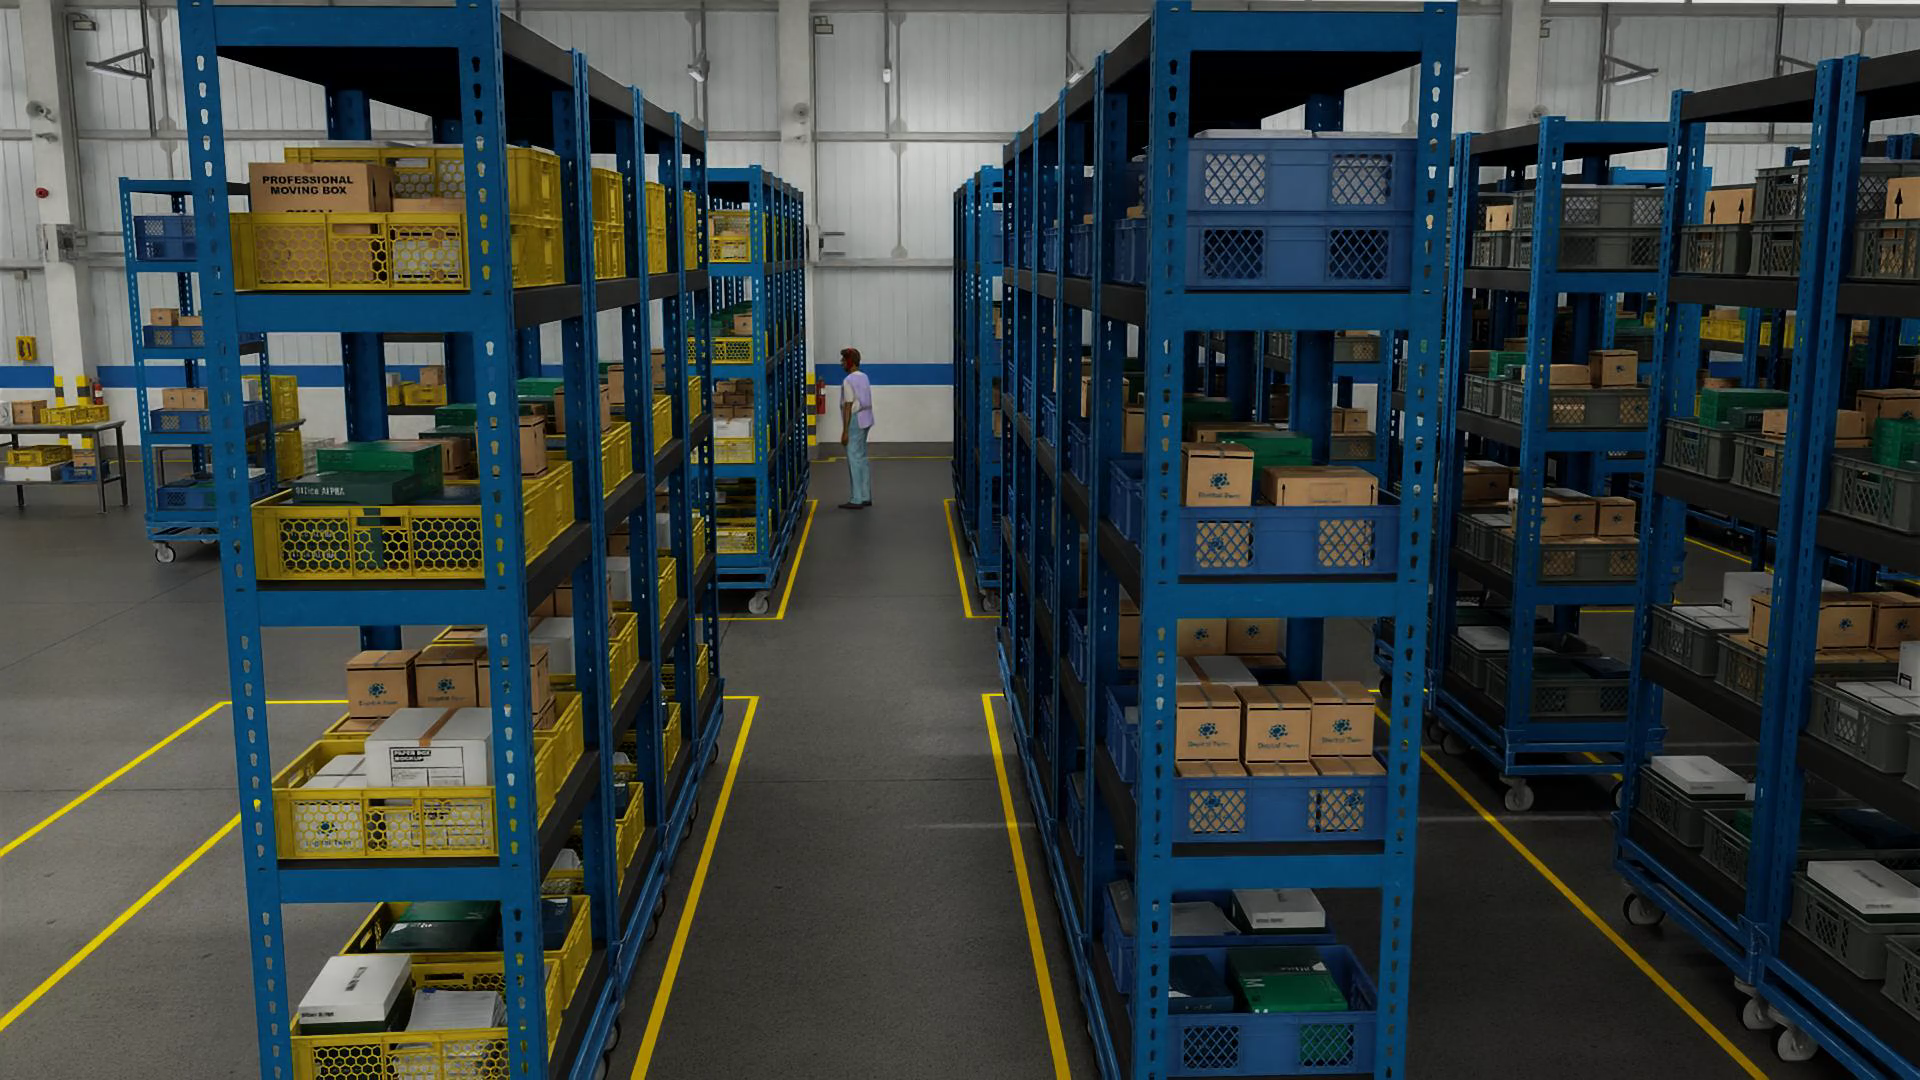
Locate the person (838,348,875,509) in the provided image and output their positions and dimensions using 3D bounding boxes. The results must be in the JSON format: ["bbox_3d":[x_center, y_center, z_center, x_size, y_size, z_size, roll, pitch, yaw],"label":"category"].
[{"bbox_3d":[-1.177,-1.267,18.994,0.388,1.837,0.560,3,10,16],"label":"person"}]
